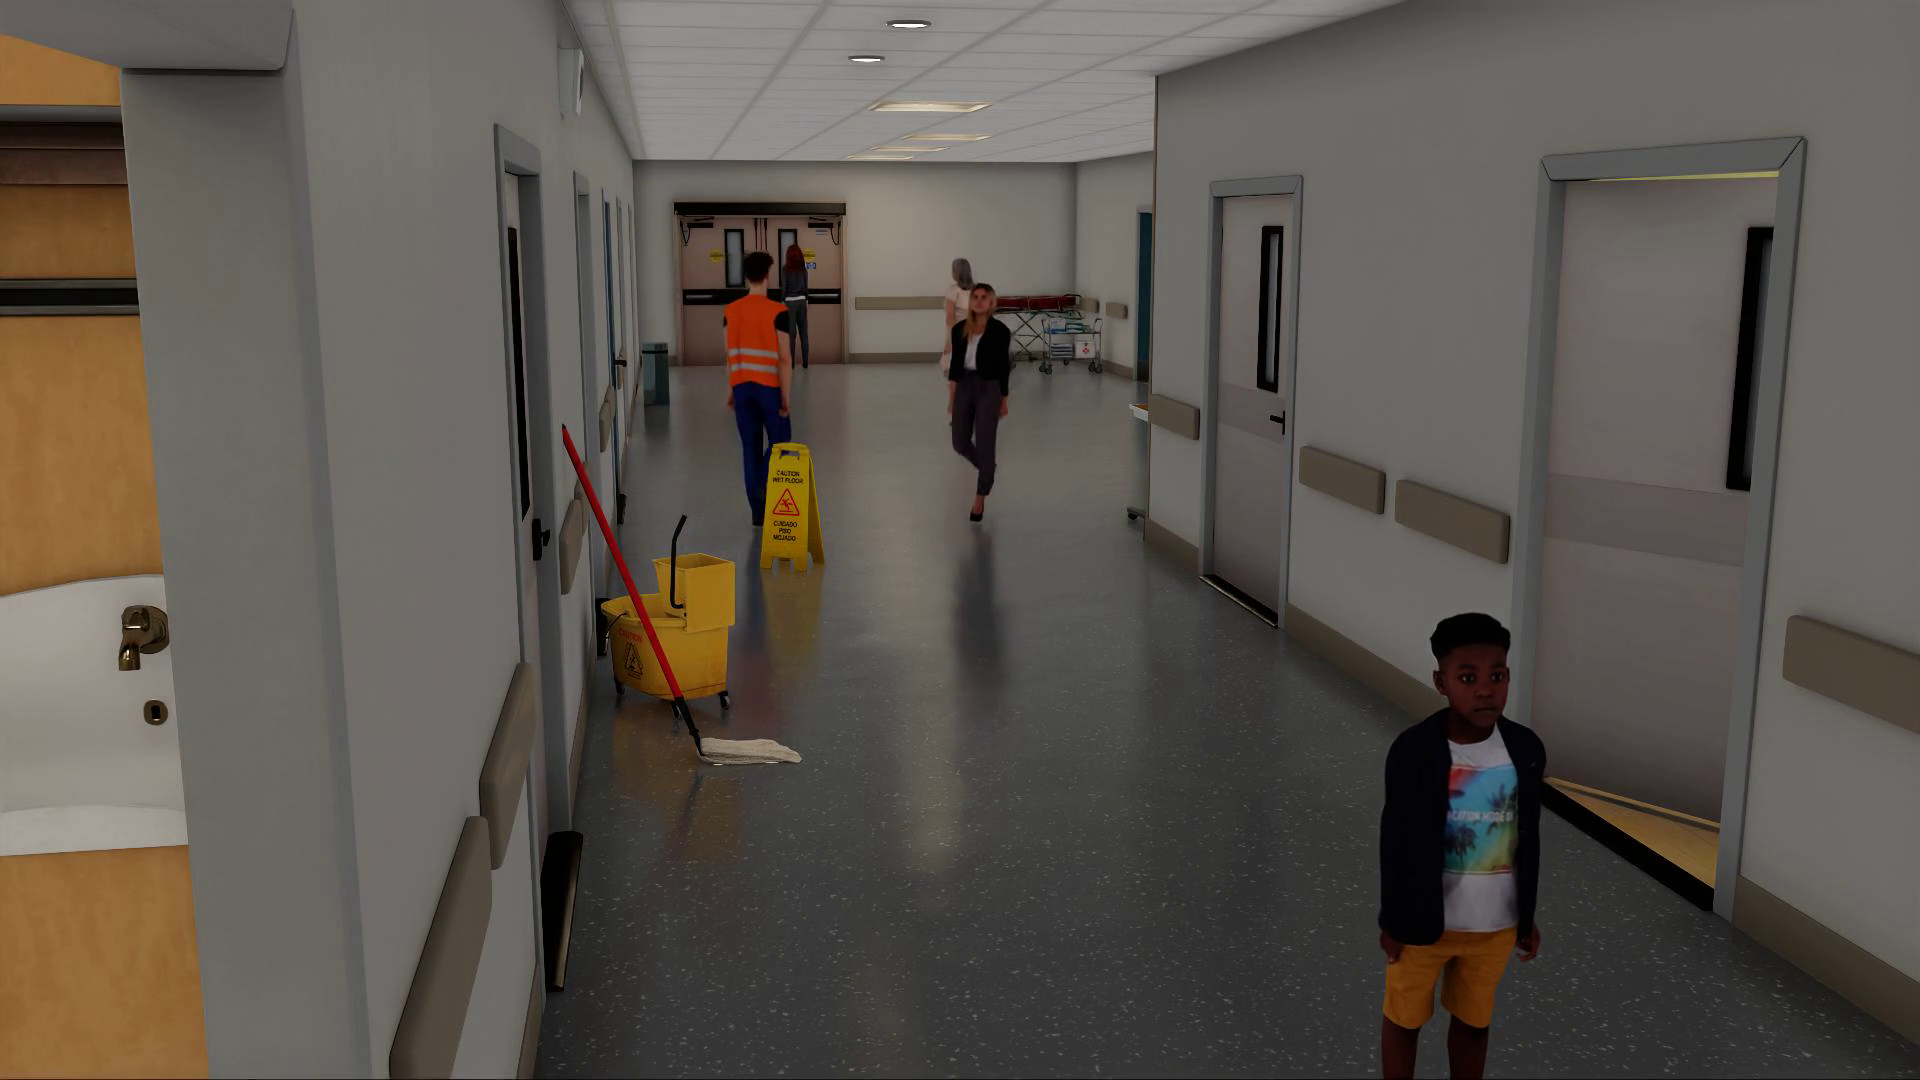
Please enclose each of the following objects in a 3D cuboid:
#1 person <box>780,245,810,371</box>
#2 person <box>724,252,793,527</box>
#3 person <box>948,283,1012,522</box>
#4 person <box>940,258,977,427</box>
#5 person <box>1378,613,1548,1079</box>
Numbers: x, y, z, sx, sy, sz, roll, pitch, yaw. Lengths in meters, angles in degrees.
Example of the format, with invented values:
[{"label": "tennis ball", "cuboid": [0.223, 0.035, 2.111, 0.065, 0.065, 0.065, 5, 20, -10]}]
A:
[{"label": "person", "cuboid": [-2.390, -3.372, 24.065, 0.630, 1.781, 0.589, -6, 12, -27]}, {"label": "person", "cuboid": [-1.401, -1.009, 11.366, 0.820, 1.875, 0.885, 2, 11, 12]}, {"label": "person", "cuboid": [0.150, -0.976, 11.776, 0.842, 1.656, 0.969, 4, 11, 20]}, {"label": "person", "cuboid": [0.071, -1.992, 16.942, 0.900, 1.726, 0.825, 10, 14, 41]}, {"label": "person", "cuboid": [1.074, 0.769, 3.613, 0.525, 1.271, 0.540, -1, 11, -5]}]
